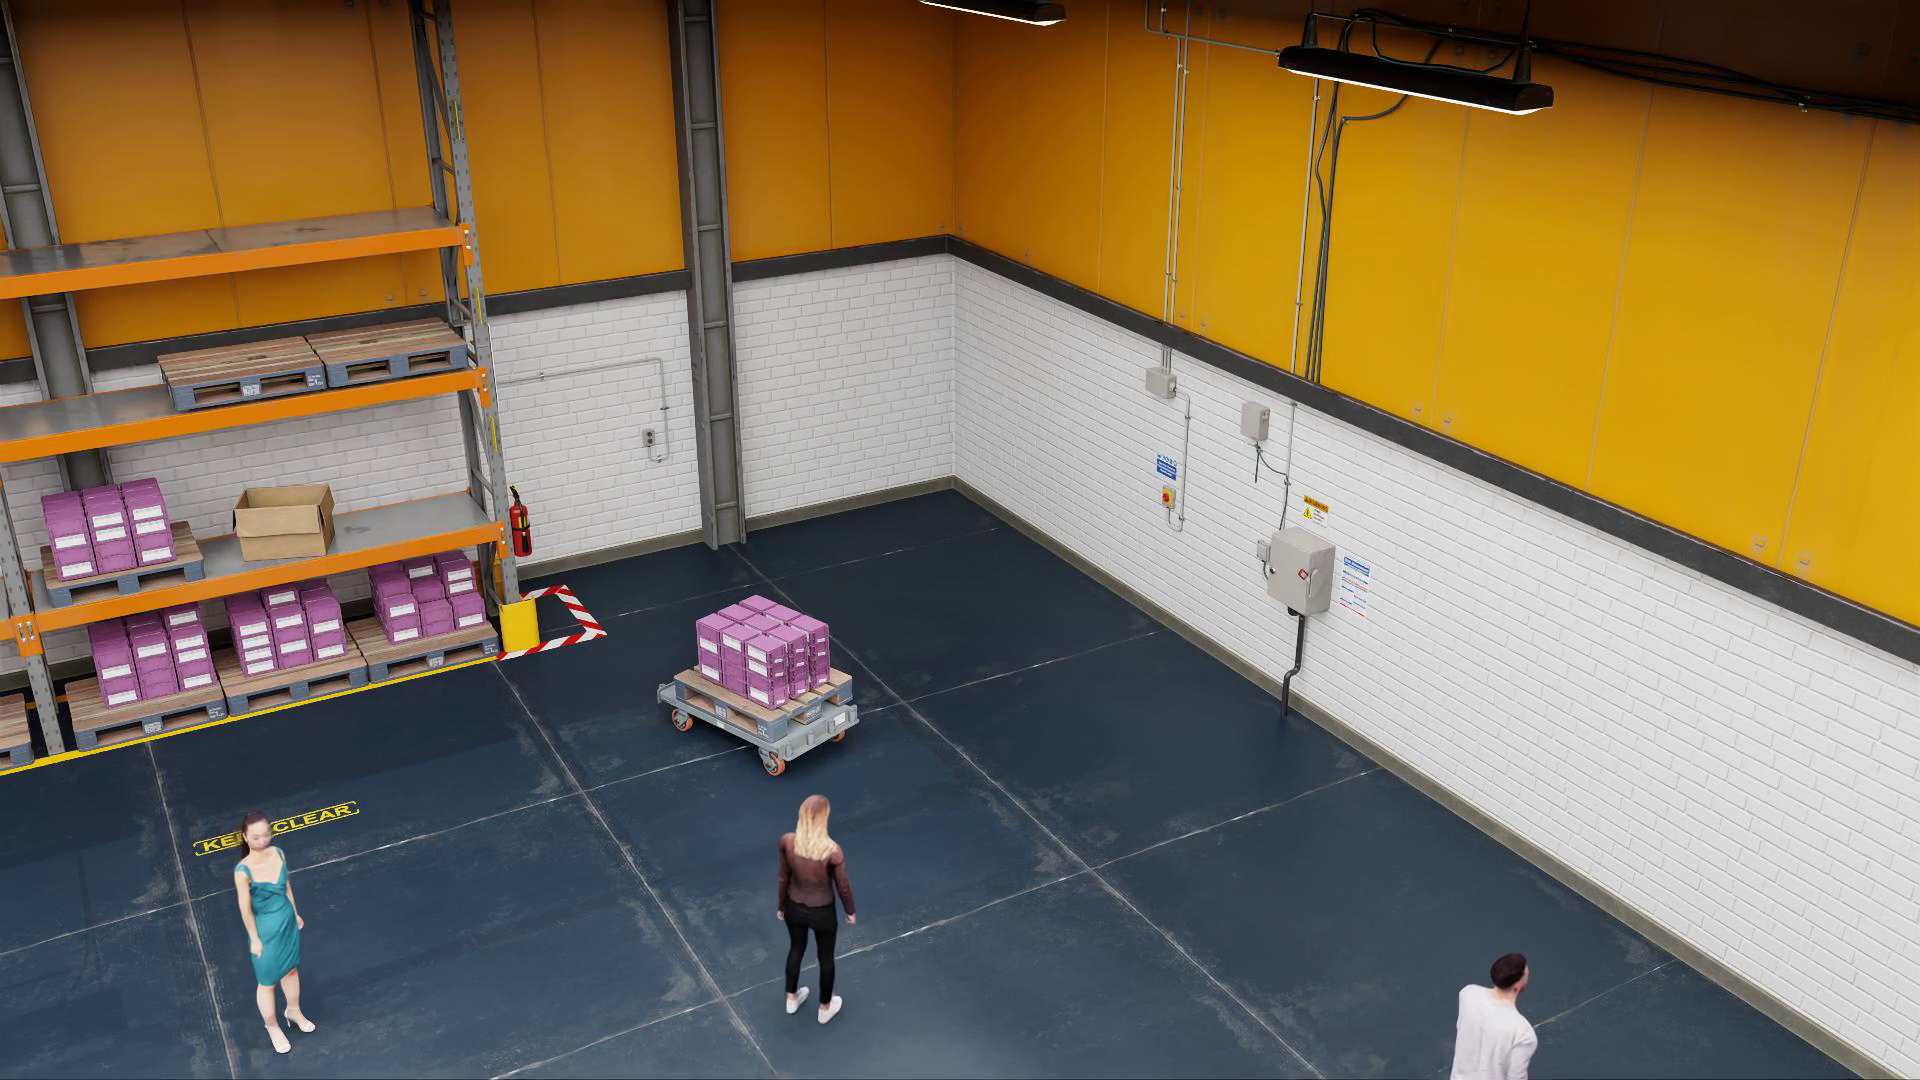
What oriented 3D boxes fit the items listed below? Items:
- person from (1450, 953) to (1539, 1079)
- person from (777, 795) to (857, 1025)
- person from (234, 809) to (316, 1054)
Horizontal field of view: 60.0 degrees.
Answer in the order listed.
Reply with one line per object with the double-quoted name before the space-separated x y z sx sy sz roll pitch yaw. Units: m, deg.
"person" 2.826 3.061 9.145 1.123 1.796 0.739 -15 28 -31
"person" -0.967 2.422 10.732 0.742 1.696 0.787 7 25 16
"person" -4.386 2.483 10.603 0.679 1.687 0.580 11 26 24
